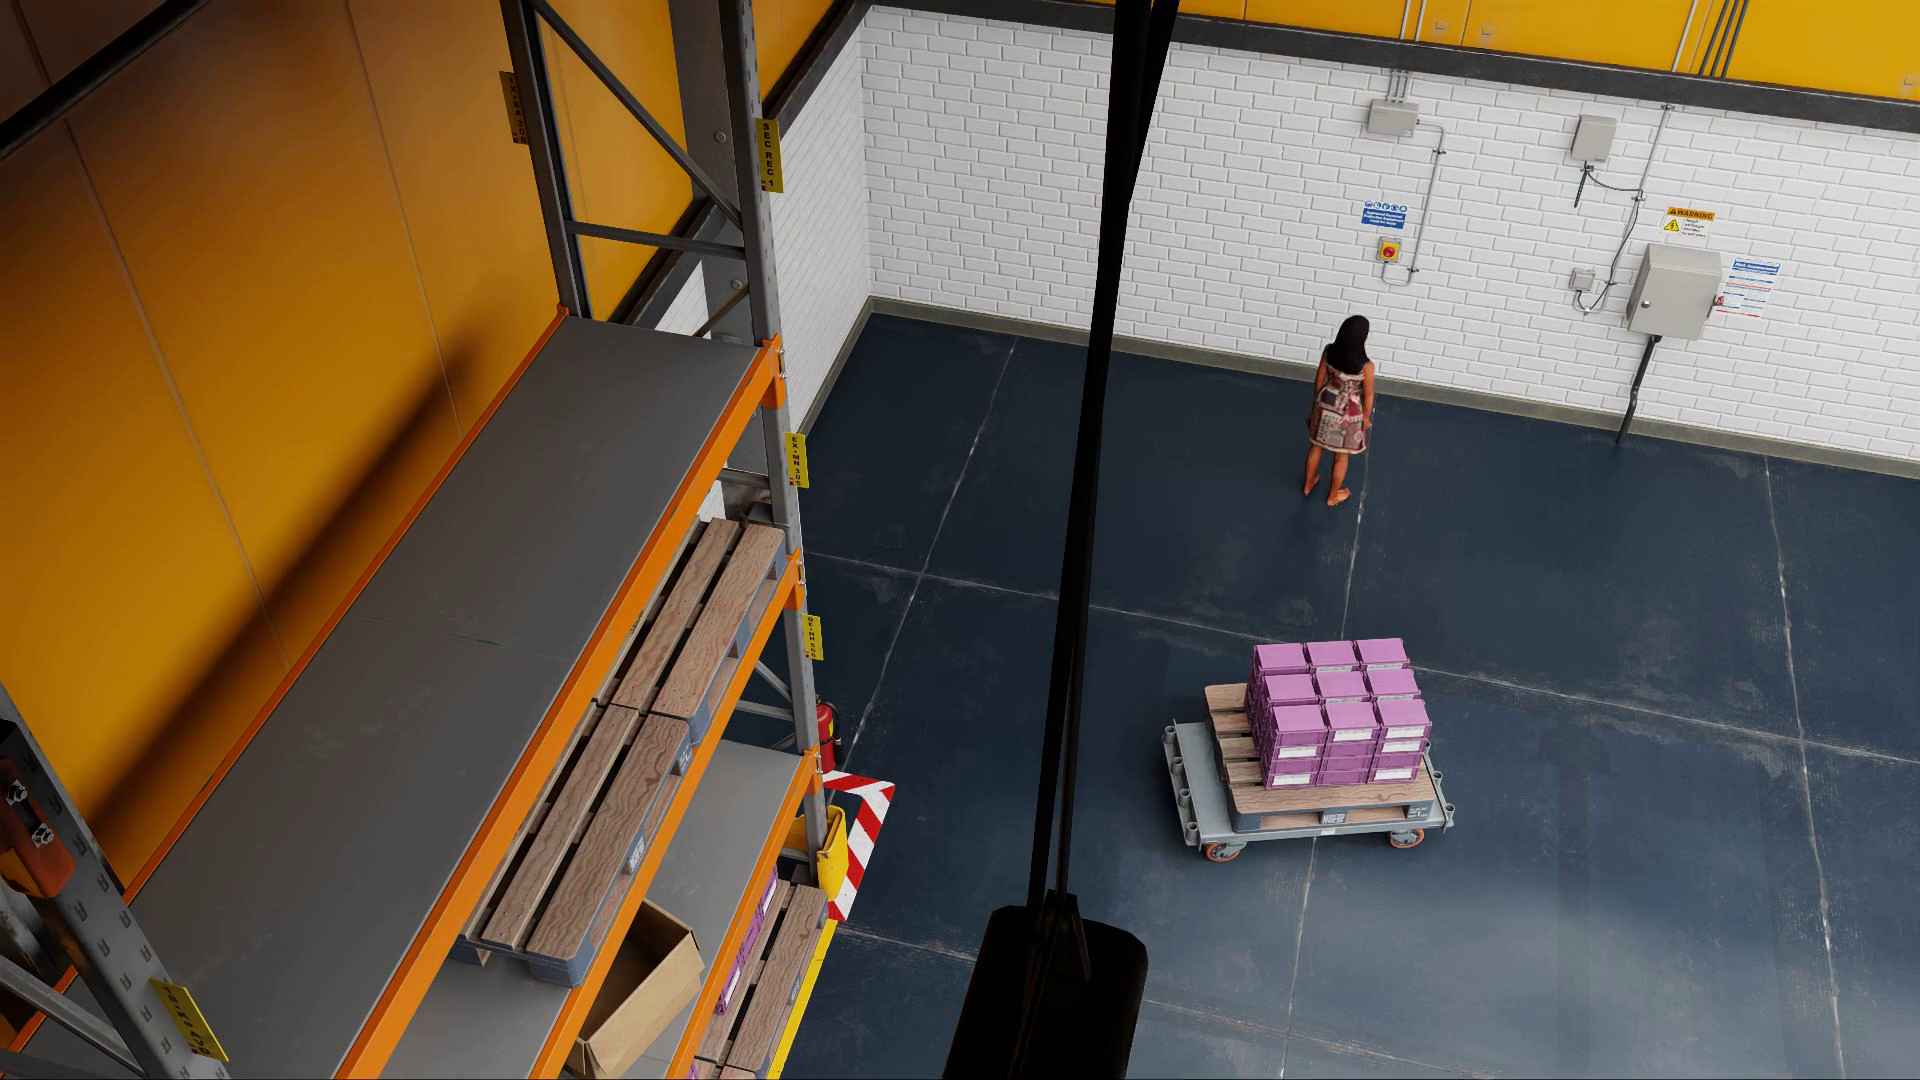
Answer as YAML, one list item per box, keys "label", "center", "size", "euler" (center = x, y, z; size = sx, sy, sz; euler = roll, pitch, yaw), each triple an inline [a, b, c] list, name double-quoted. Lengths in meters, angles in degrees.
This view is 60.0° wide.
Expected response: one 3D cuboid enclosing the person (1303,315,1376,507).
- label: "person"
  center: [2.747, -0.943, 12.076]
  size: [0.722, 1.645, 0.676]
  euler: [27, 50, 26]
